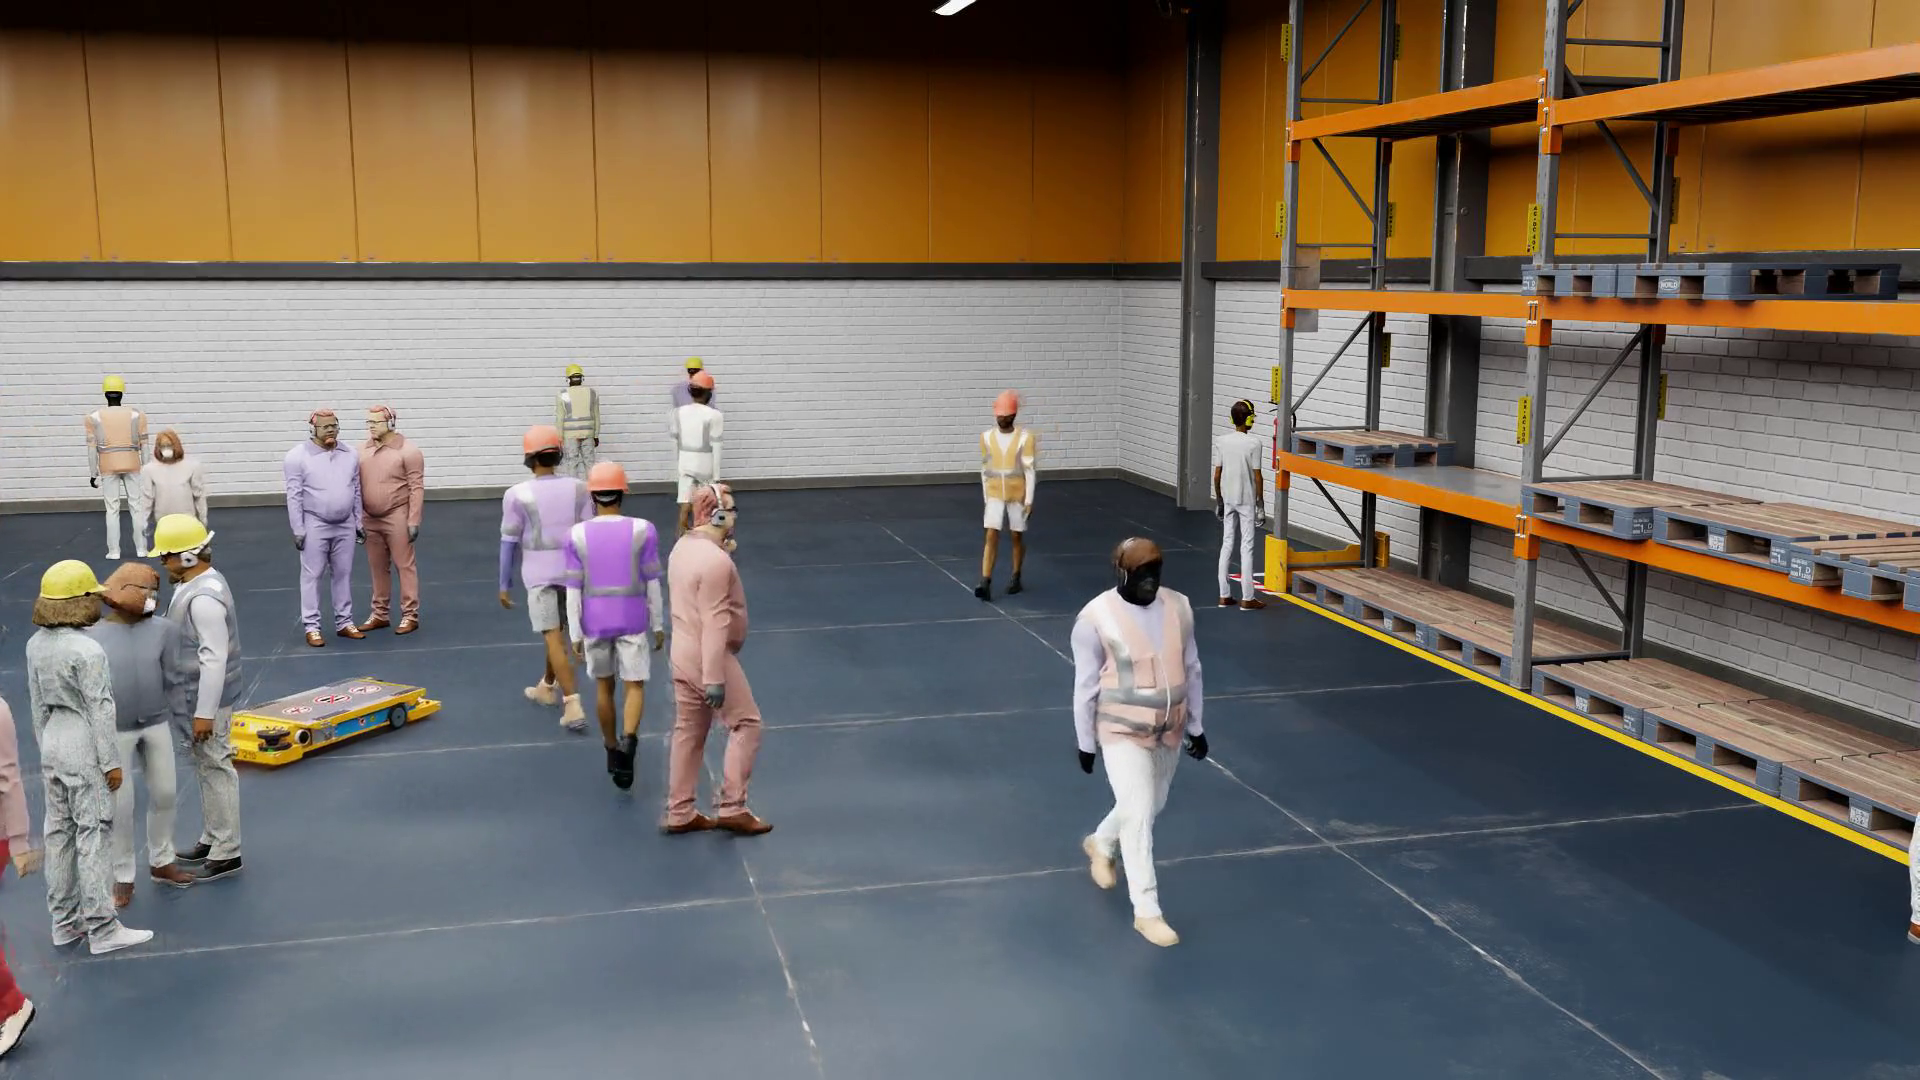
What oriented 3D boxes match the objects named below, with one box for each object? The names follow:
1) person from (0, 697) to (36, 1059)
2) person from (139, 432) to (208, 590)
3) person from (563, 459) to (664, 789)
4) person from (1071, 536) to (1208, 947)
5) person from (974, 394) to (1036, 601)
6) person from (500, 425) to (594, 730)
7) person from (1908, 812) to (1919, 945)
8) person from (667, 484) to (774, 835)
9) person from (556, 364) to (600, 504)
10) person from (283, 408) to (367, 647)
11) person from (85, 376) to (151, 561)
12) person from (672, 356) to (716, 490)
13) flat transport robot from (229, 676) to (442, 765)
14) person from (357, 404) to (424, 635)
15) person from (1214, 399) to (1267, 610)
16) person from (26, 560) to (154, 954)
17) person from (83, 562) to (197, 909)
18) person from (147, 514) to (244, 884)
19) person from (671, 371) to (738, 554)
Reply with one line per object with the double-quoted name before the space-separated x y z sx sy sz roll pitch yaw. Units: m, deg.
"person" -3.745 1.117 6.231 0.554 1.750 0.389 5 10 26
"person" -6.965 -0.160 14.710 0.527 1.581 0.861 -3 9 -16
"person" -2.017 0.489 9.674 0.553 1.918 0.808 -1 9 -6
"person" 0.789 0.860 7.684 0.619 1.818 0.875 -5 10 -30
"person" 0.411 -0.381 15.181 0.553 1.883 0.977 2 9 15
"person" -2.714 0.233 11.052 0.635 1.993 1.062 -8 12 -39
"person" 4.475 0.859 7.290 0.629 1.937 0.379 -3 10 -21
"person" -1.266 0.642 8.813 0.686 1.880 0.689 -5 10 -26
"person" -4.939 -1.360 21.488 0.586 1.824 0.403 -6 11 -31
"person" -5.088 -0.110 13.421 0.402 1.911 0.638 8 12 40
"person" -8.759 -0.747 17.337 0.594 1.926 0.366 -6 11 -31
"person" -3.493 -1.465 21.875 0.596 1.907 0.570 1 9 8
"flat transport robot" -4.097 1.139 10.721 0.652 0.197 1.431 4 10 25
"person" -4.759 -0.169 13.791 0.636 1.911 0.405 3 10 20
"person" 2.497 -0.313 14.799 0.520 1.874 0.327 8 12 41
"person" -3.867 0.948 7.333 0.487 1.744 0.297 5 10 27
"person" -3.944 0.915 7.924 0.309 1.626 0.544 7 11 37
"person" -3.753 0.769 8.205 0.403 1.822 0.589 -5 10 -28
"person" -2.644 -0.728 17.016 0.629 1.987 1.042 3 10 20
